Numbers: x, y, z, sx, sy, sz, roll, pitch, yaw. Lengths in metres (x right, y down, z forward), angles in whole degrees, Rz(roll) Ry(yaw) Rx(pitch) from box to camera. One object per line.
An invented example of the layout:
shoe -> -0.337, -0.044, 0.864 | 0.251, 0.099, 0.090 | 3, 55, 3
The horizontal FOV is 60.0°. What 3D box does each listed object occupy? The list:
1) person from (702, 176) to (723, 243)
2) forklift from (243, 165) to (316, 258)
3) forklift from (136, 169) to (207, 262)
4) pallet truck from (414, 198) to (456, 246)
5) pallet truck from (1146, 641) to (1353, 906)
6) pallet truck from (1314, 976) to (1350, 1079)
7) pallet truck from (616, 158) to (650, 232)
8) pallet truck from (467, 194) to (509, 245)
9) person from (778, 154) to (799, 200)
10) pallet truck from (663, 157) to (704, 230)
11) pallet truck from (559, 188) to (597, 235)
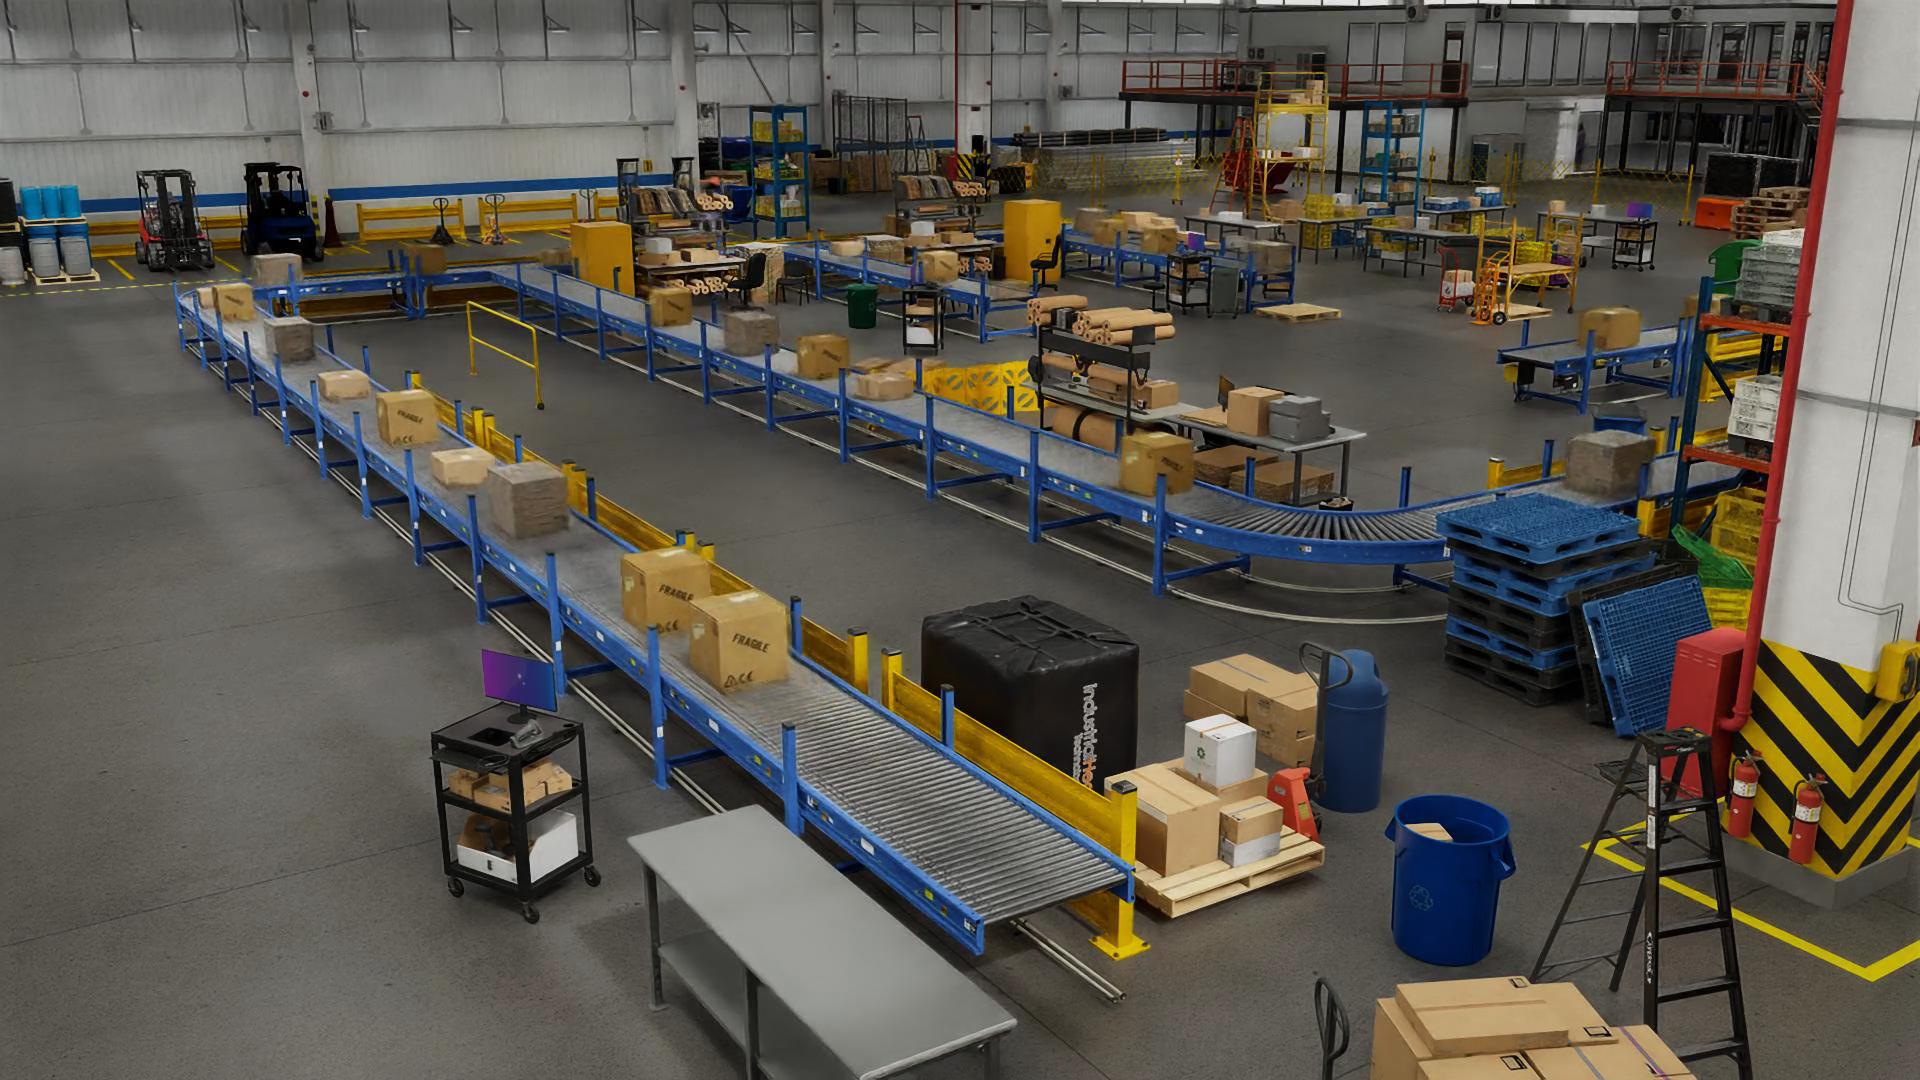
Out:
person -> -5.610, -7.247, 37.806 | 0.622, 2.019, 0.797 | 6, 18, 20
forklift -> -15.898, -7.669, 38.708 | 1.157, 1.987, 2.680 | -11, 20, -33
forklift -> -17.842, -7.318, 37.559 | 1.157, 1.987, 2.680 | -10, 20, -31
pallet truck -> -13.250, -8.060, 41.856 | 0.680, 1.201, 1.601 | -10, 20, -31
pallet truck -> 1.664, 1.407, 10.232 | 1.630, 1.274, 0.653 | -10, 20, -31
pallet truck -> 2.299, 2.390, 7.086 | 1.601, 1.201, 0.680 | -2, 17, -7
pallet truck -> -8.918, -9.176, 44.255 | 0.823, 1.965, 1.885 | -9, 19, -27
pallet truck -> -11.983, -8.177, 42.137 | 0.704, 1.261, 1.522 | -11, 20, -33
person -> -4.898, -10.002, 47.209 | 0.656, 1.886, 0.738 | -1, 17, -3
pallet truck -> -7.586, -9.308, 44.692 | 0.823, 1.965, 1.885 | -11, 20, -33
pallet truck -> -10.010, -8.652, 43.699 | 0.653, 1.274, 1.630 | -10, 20, -31
